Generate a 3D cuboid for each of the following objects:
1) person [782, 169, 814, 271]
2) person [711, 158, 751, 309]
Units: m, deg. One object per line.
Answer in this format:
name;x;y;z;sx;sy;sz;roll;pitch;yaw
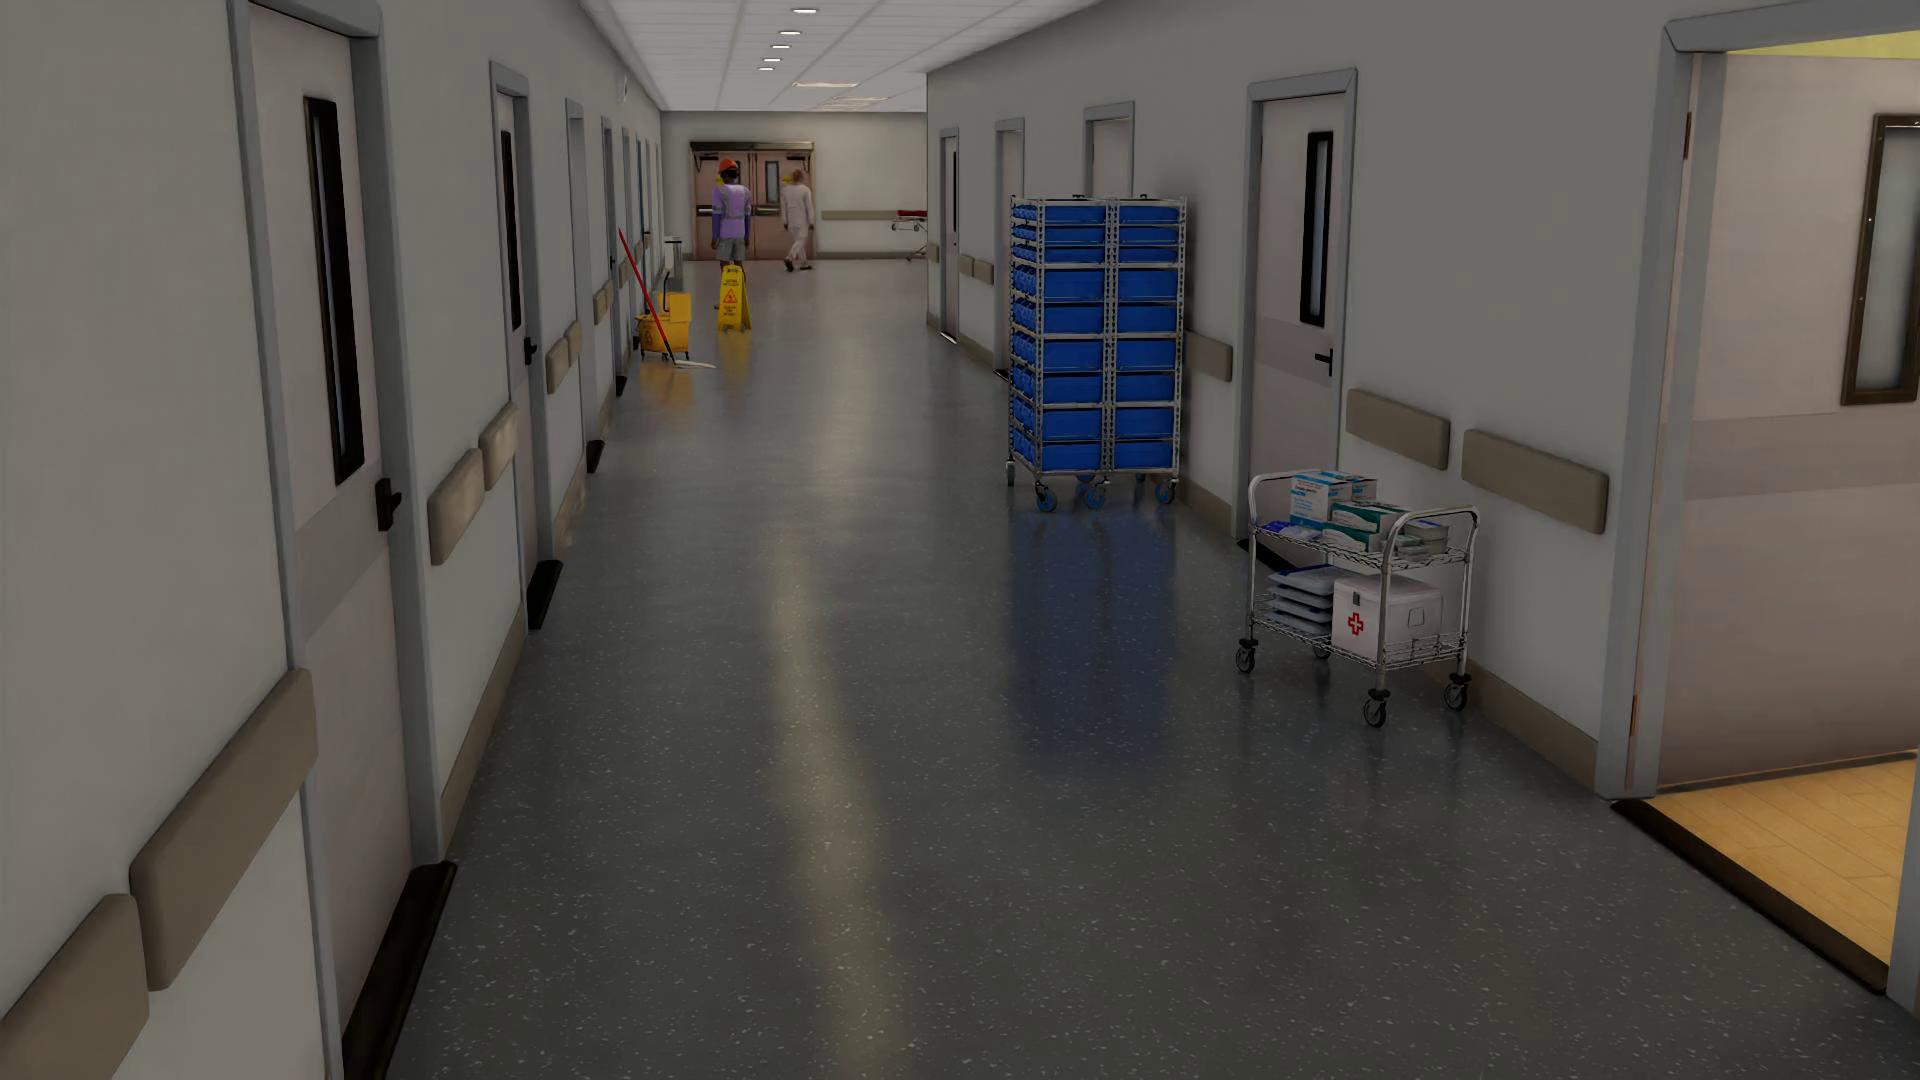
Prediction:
person;-3.024;-5.946;30.934;0.650;1.878;0.890;9;15;34
person;-3.126;-4.150;22.624;0.612;2.028;0.407;-12;17;-43
